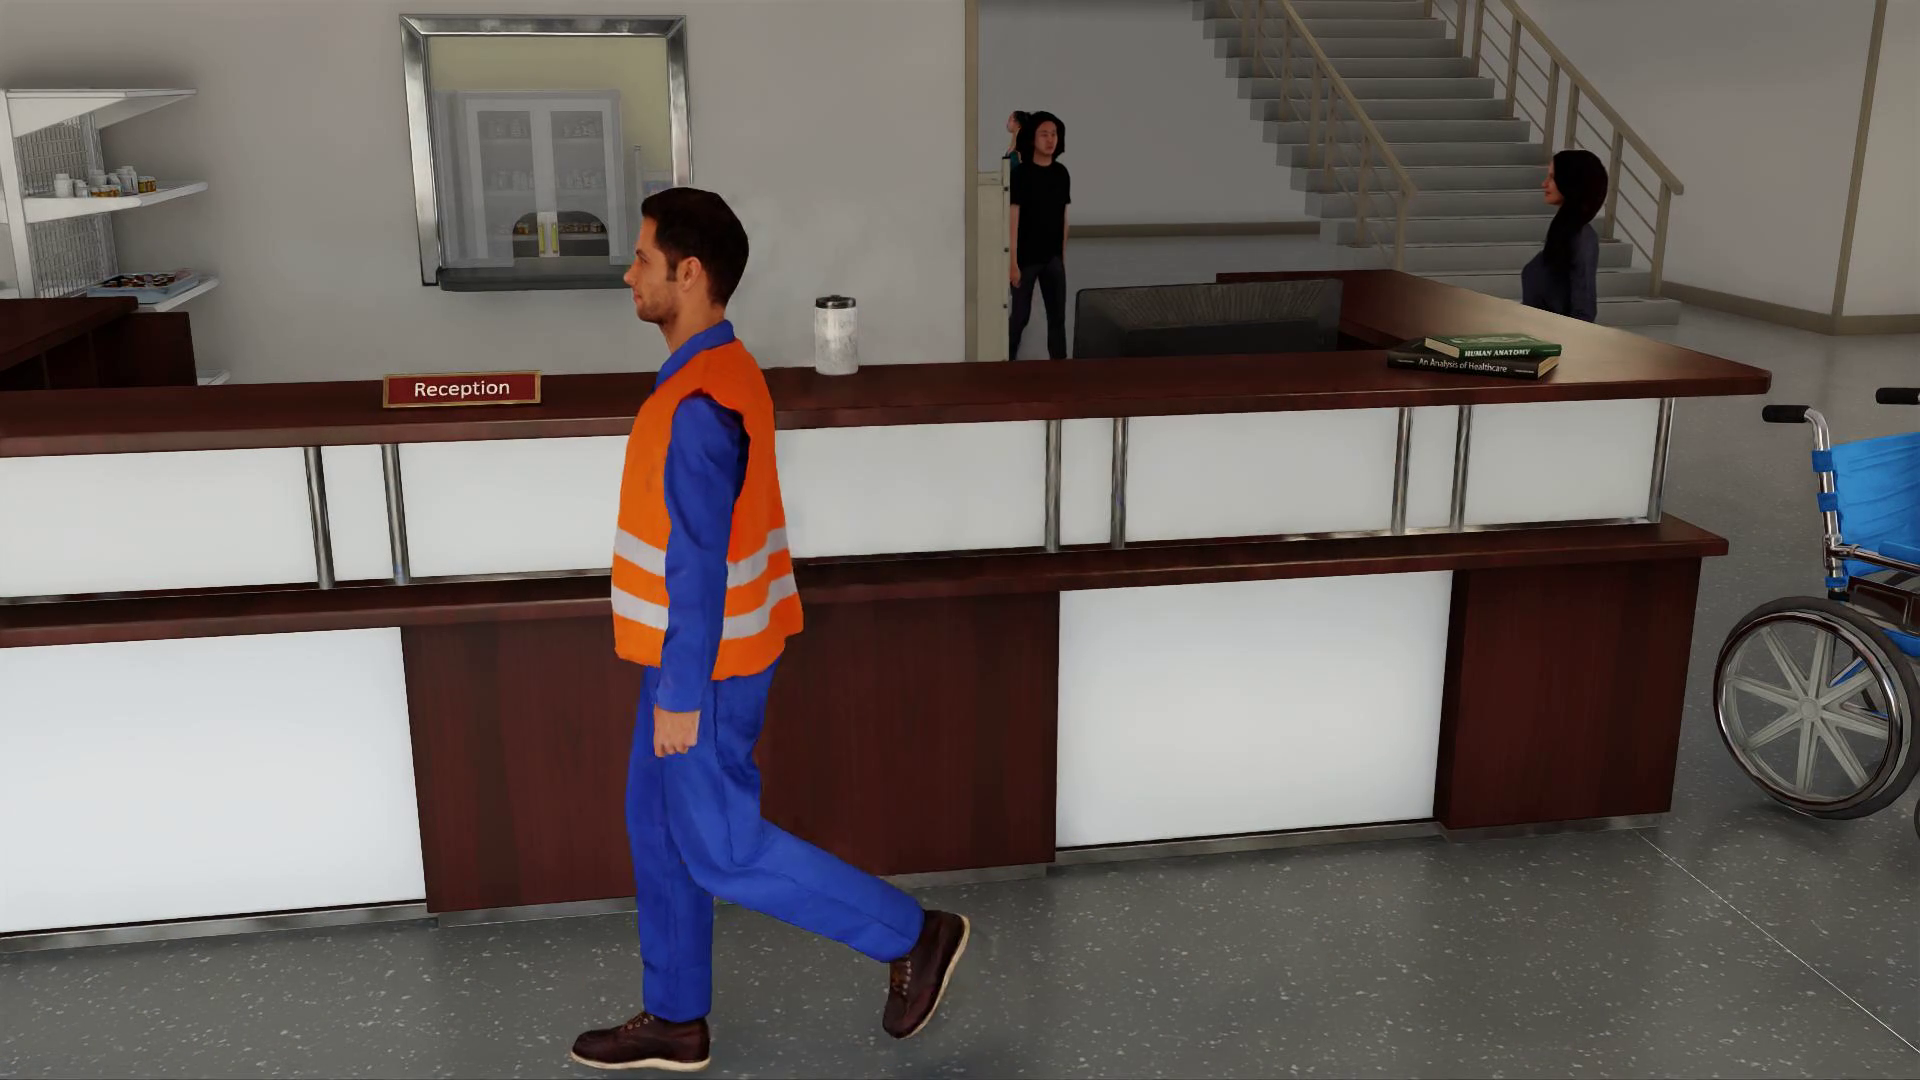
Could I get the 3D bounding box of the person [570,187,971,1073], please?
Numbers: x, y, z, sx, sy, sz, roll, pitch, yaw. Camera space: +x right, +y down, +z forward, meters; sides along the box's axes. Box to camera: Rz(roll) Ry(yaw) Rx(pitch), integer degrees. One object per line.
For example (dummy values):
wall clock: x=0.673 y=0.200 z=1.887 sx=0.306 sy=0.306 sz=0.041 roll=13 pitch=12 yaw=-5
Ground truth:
person: x=-0.409 y=0.251 z=3.319 sx=0.742 sy=1.846 sz=0.999 roll=-2 pitch=16 yaw=-8

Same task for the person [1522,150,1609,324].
person: x=2.498 y=-0.732 z=6.951 sx=0.712 sy=1.767 sz=0.534 roll=1 pitch=16 yaw=3

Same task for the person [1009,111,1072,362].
person: x=0.450 y=-1.808 z=10.701 sx=0.858 sy=1.791 sz=1.210 roll=-7 pitch=17 yaw=-23

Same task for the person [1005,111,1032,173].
person: x=0.581 y=-3.481 z=16.853 sx=0.618 sy=1.686 sz=0.414 roll=-3 pitch=16 yaw=-12
